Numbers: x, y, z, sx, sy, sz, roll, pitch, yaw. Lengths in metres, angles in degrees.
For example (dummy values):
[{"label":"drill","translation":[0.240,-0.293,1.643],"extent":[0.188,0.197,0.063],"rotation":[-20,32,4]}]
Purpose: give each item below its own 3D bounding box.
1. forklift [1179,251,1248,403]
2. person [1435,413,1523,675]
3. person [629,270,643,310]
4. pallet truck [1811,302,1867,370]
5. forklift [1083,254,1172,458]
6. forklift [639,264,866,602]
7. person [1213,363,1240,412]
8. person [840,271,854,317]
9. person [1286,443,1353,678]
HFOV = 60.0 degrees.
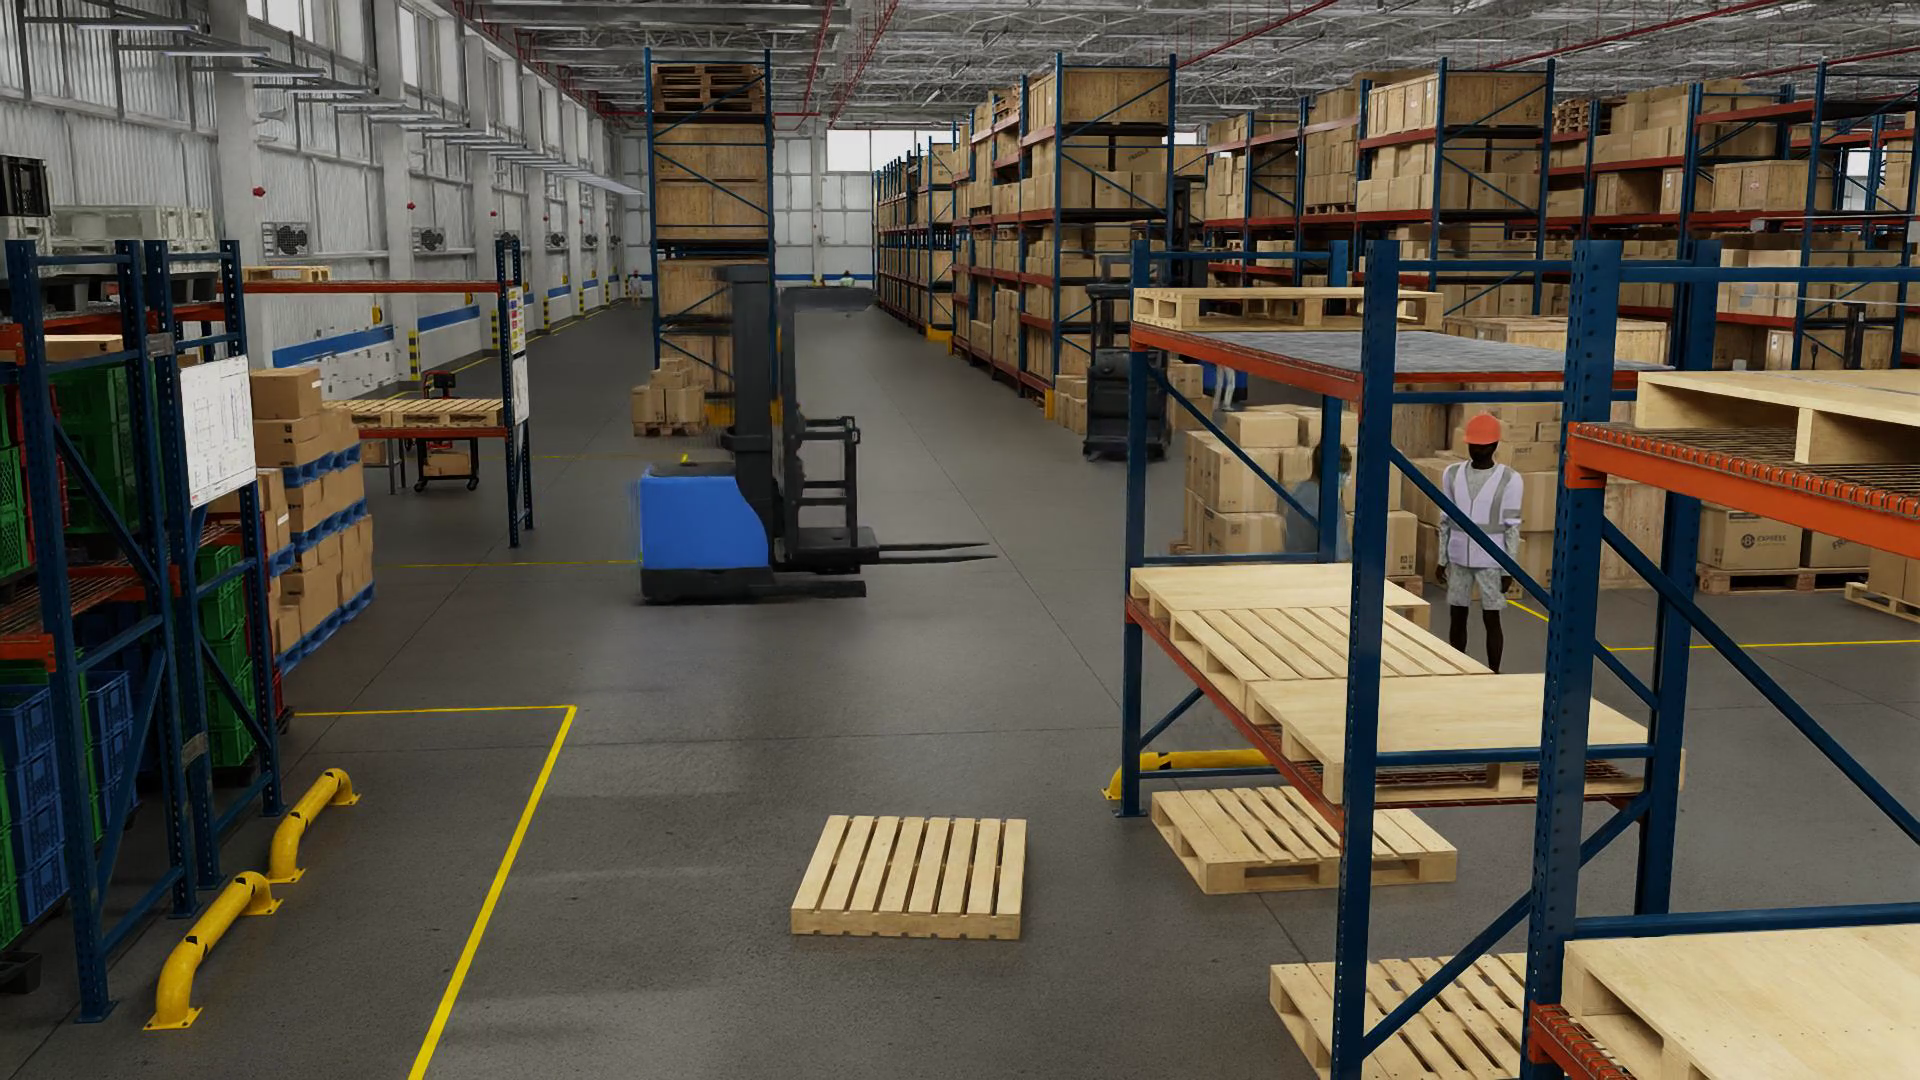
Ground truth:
[{"label":"forklift","translation":[4.372,-3.992,31.052],"extent":[1.873,2.768,1.129],"rotation":[-1,10,-6]},{"label":"person","translation":[3.373,0.127,10.881],"extent":[0.545,1.930,0.394],"rotation":[9,13,39]},{"label":"person","translation":[-14.188,-10.948,72.753],"extent":[0.600,1.742,0.345],"rotation":[-5,11,-25]},{"label":"pallet truck","translation":[15.846,-3.142,28.793],"extent":[1.885,1.965,0.823],"rotation":[2,10,12]},{"label":"forklift","translation":[2.447,-2.667,23.713],"extent":[1.129,2.768,1.873],"rotation":[2,10,12]},{"label":"forklift","translation":[-1.782,-0.949,14.194],"extent":[1.873,2.768,1.129],"rotation":[-1,10,-6]},{"label":"person","translation":[4.711,-3.088,29.561],"extent":[0.327,1.611,0.648],"rotation":[-7,12,-34]},{"label":"person","translation":[-4.518,-9.805,66.247],"extent":[0.593,1.796,0.935],"rotation":[-3,11,-14]},{"label":"person","translation":[2.143,0.363,9.624],"extent":[0.565,1.903,0.640],"rotation":[0,10,-2]}]
